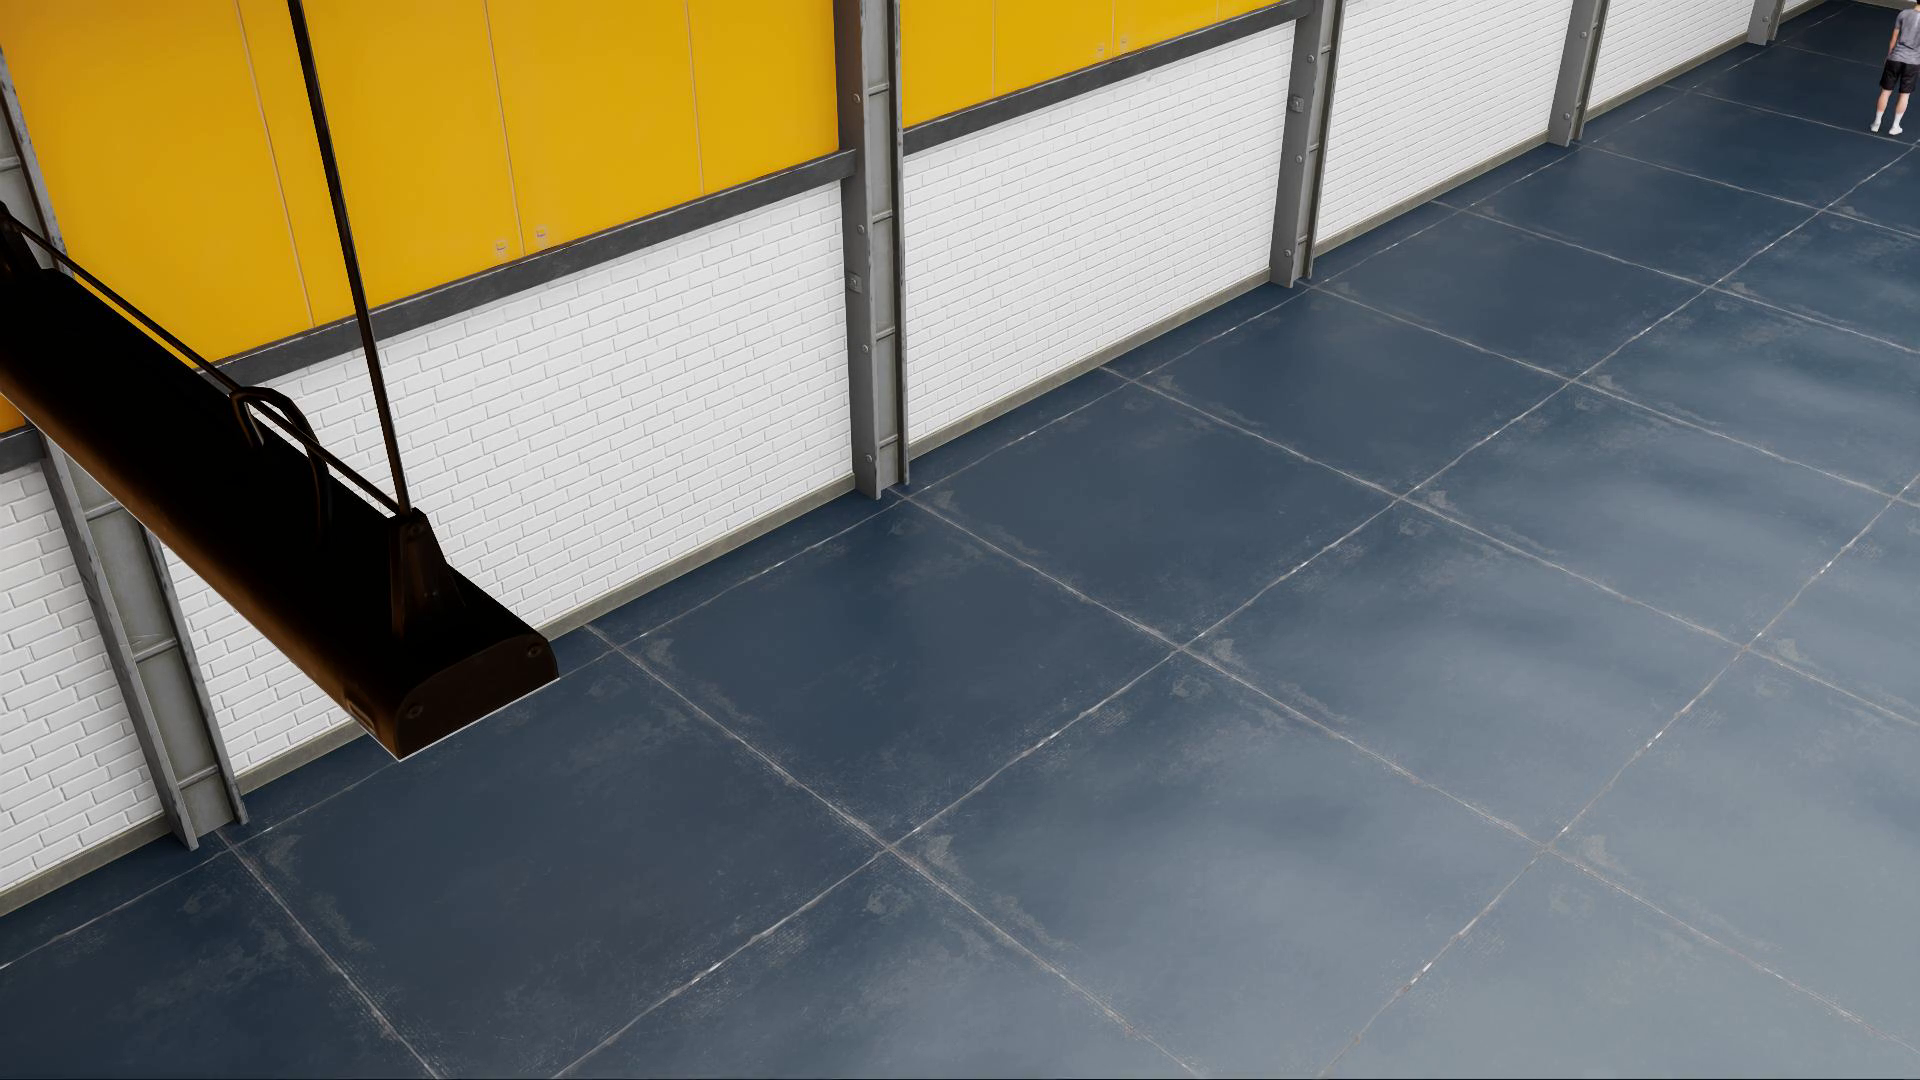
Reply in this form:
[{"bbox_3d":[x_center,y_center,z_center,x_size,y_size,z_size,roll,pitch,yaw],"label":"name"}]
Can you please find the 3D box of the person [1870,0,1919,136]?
[{"bbox_3d":[12.083,-6.138,21.263,0.686,1.871,0.597,23,40,30],"label":"person"}]
